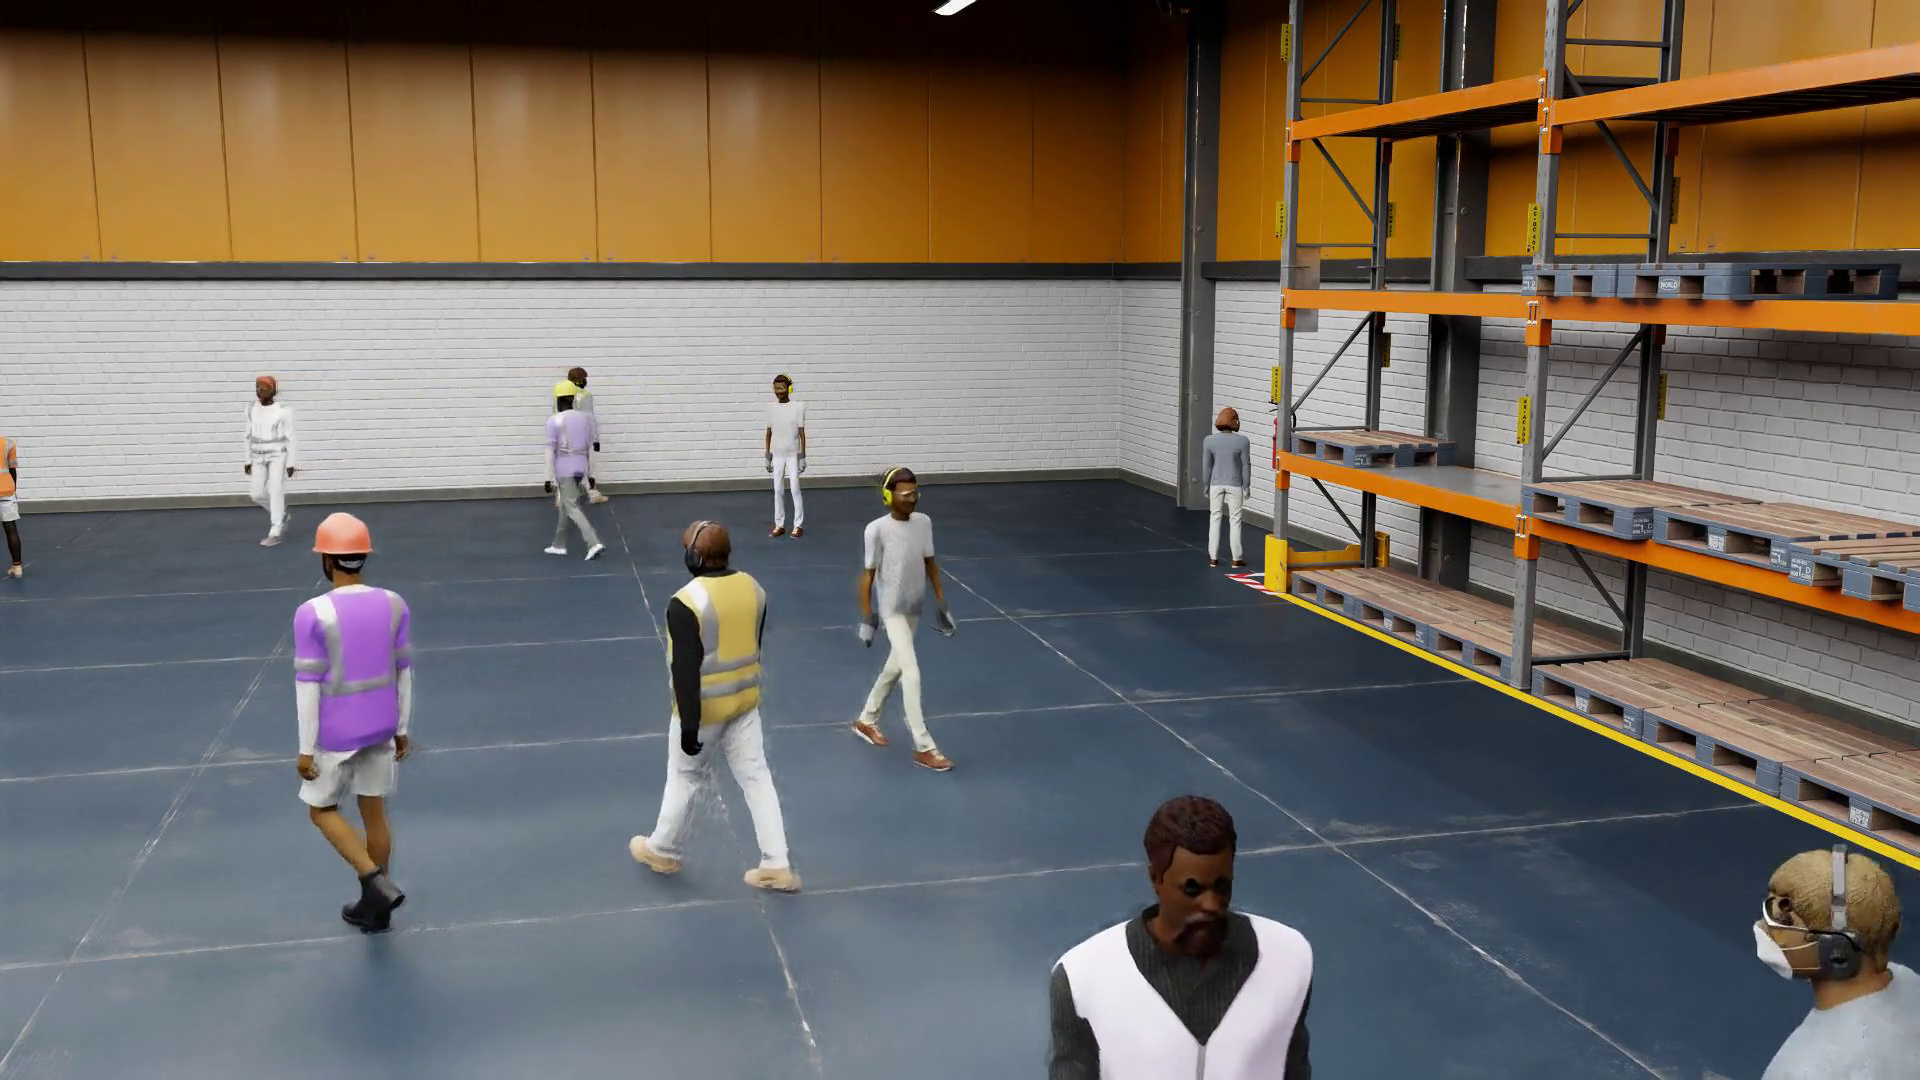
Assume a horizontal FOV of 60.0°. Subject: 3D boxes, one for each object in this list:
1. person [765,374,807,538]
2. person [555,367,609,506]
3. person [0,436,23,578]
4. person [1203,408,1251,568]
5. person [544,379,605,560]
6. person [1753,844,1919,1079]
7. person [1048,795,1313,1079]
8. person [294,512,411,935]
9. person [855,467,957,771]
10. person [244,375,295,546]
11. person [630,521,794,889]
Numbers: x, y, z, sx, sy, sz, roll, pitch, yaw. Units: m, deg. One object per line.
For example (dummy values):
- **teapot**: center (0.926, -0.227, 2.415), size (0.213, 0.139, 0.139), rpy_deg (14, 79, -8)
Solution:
- **person**: center (-1.959, -0.944, 18.786), size (0.525, 1.863, 0.328), rpy_deg (2, 9, 14)
- **person**: center (-4.887, -1.316, 21.308), size (0.640, 1.800, 0.931), rpy_deg (8, 12, 42)
- **person**: center (-9.404, -0.444, 16.150), size (0.322, 1.699, 0.536), rpy_deg (6, 11, 32)
- **person**: center (2.712, -0.532, 16.904), size (0.497, 1.633, 0.278), rpy_deg (4, 10, 23)
- **person**: center (-4.055, -0.736, 17.395), size (0.939, 1.888, 0.596), rpy_deg (6, 11, 33)
- **person**: center (1.802, 1.529, 3.282), size (0.637, 1.896, 1.004), rpy_deg (-9, 13, -43)
- **person**: center (0.500, 1.482, 3.518), size (0.631, 1.890, 0.823), rpy_deg (-1, 9, -8)
- **person**: center (-2.679, 0.840, 7.420), size (0.509, 1.925, 0.561), rpy_deg (7, 11, 37)
- **person**: center (-0.362, 0.447, 10.242), size (0.959, 1.829, 0.508), rpy_deg (8, 12, 42)
- **person**: center (-7.589, -0.880, 18.335), size (0.595, 1.872, 0.521), rpy_deg (2, 9, 13)
- **person**: center (-1.202, 0.798, 8.110), size (0.969, 1.797, 0.643), rpy_deg (7, 11, 36)
